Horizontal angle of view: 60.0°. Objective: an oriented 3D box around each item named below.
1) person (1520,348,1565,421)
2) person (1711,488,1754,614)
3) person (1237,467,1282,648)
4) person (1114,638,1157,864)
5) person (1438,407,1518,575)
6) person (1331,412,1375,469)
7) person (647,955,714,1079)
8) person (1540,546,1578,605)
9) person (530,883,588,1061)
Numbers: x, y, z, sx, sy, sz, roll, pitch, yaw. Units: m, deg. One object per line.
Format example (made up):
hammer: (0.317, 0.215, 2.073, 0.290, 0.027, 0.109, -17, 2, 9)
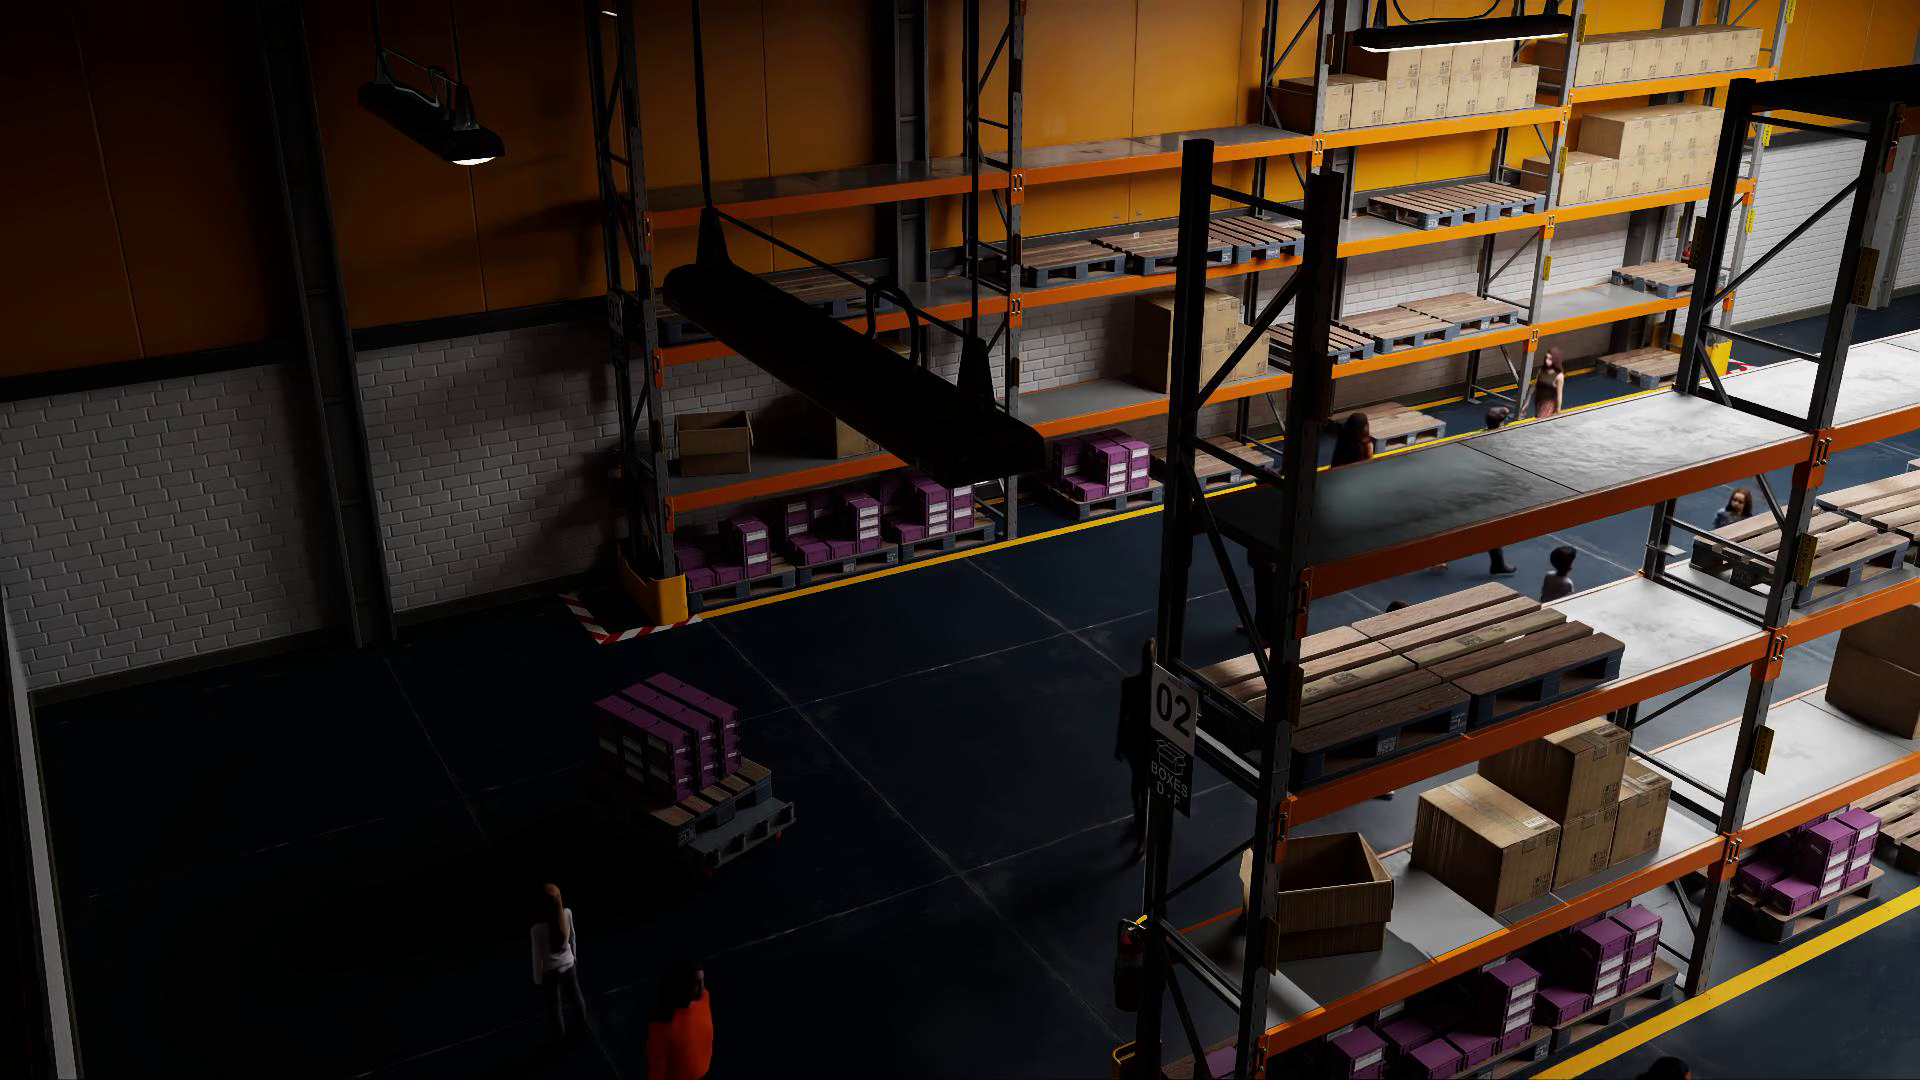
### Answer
person: (7.208, -1.607, 20.327, 1.071, 1.513, 0.586, -11, 26, -24)
person: (7.557, 0.164, 16.334, 0.633, 1.467, 0.631, -20, 30, -37)
person: (2.955, 0.141, 15.961, 0.740, 1.807, 0.772, -3, 24, -6)
person: (1.388, 1.605, 12.593, 0.901, 1.824, 0.983, 8, 25, 18)
person: (5.382, -0.485, 17.330, 1.309, 1.858, 1.046, -2, 24, -4)
person: (4.097, -0.514, 17.584, 0.855, 1.708, 0.956, 18, 30, 36)
person: (-1.676, 3.047, 9.435, 1.044, 1.711, 1.149, 16, 28, 32)
person: (5.482, 0.678, 15.446, 0.906, 1.236, 0.569, -9, 25, -20)
person: (-2.577, 2.747, 10.660, 0.609, 1.279, 0.515, 19, 30, 36)
